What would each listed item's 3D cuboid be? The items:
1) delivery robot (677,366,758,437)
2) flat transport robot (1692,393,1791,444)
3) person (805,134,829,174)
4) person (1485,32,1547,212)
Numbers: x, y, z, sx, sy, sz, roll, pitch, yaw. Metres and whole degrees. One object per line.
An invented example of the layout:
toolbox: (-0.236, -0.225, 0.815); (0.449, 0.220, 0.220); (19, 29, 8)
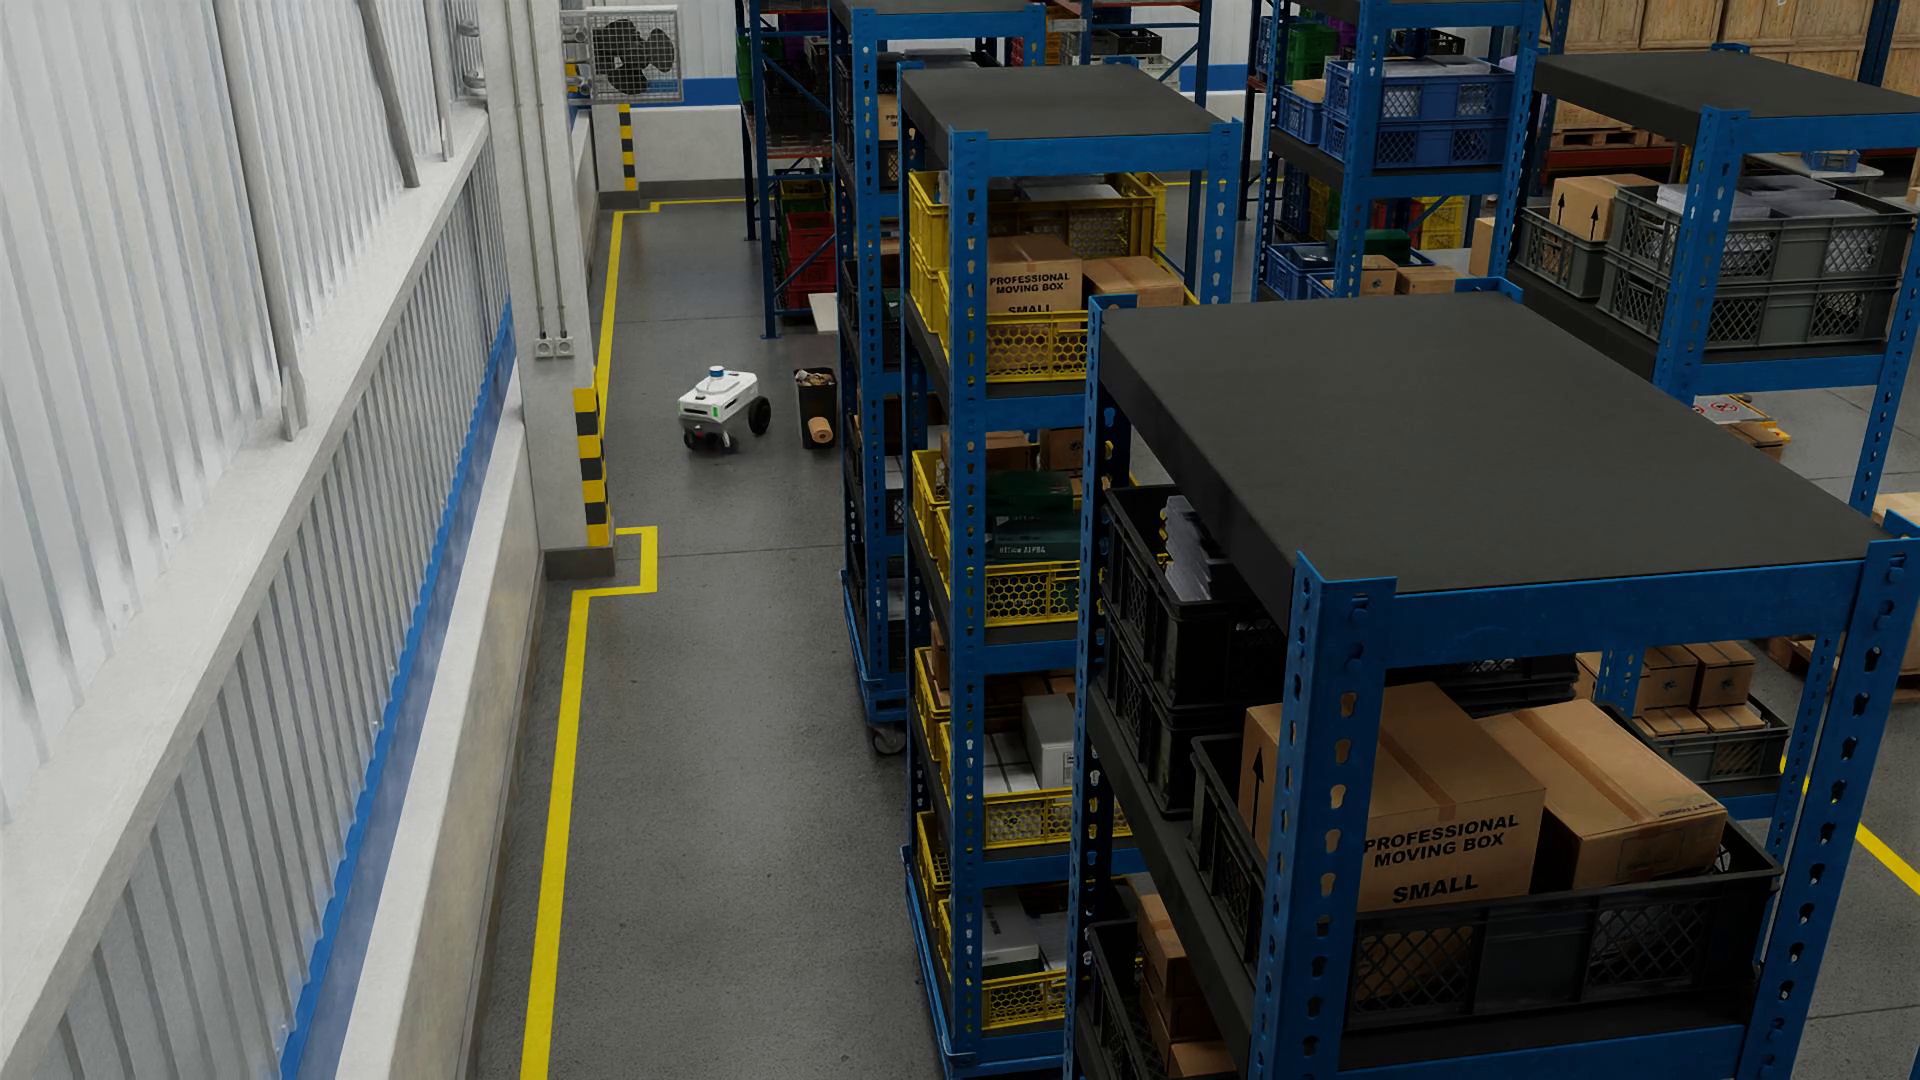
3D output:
delivery robot: (-1.747, -1.016, 12.029); (0.477, 0.478, 0.707); (9, 26, 18)
flat transport robot: (5.224, -0.859, 12.132); (1.431, 0.197, 0.652); (-4, 25, -8)
person: (-1.605, -4.616, 18.383); (0.355, 1.884, 0.575); (10, 27, 21)
person: (6.108, -4.606, 18.298); (0.635, 1.937, 0.361); (17, 30, 33)
